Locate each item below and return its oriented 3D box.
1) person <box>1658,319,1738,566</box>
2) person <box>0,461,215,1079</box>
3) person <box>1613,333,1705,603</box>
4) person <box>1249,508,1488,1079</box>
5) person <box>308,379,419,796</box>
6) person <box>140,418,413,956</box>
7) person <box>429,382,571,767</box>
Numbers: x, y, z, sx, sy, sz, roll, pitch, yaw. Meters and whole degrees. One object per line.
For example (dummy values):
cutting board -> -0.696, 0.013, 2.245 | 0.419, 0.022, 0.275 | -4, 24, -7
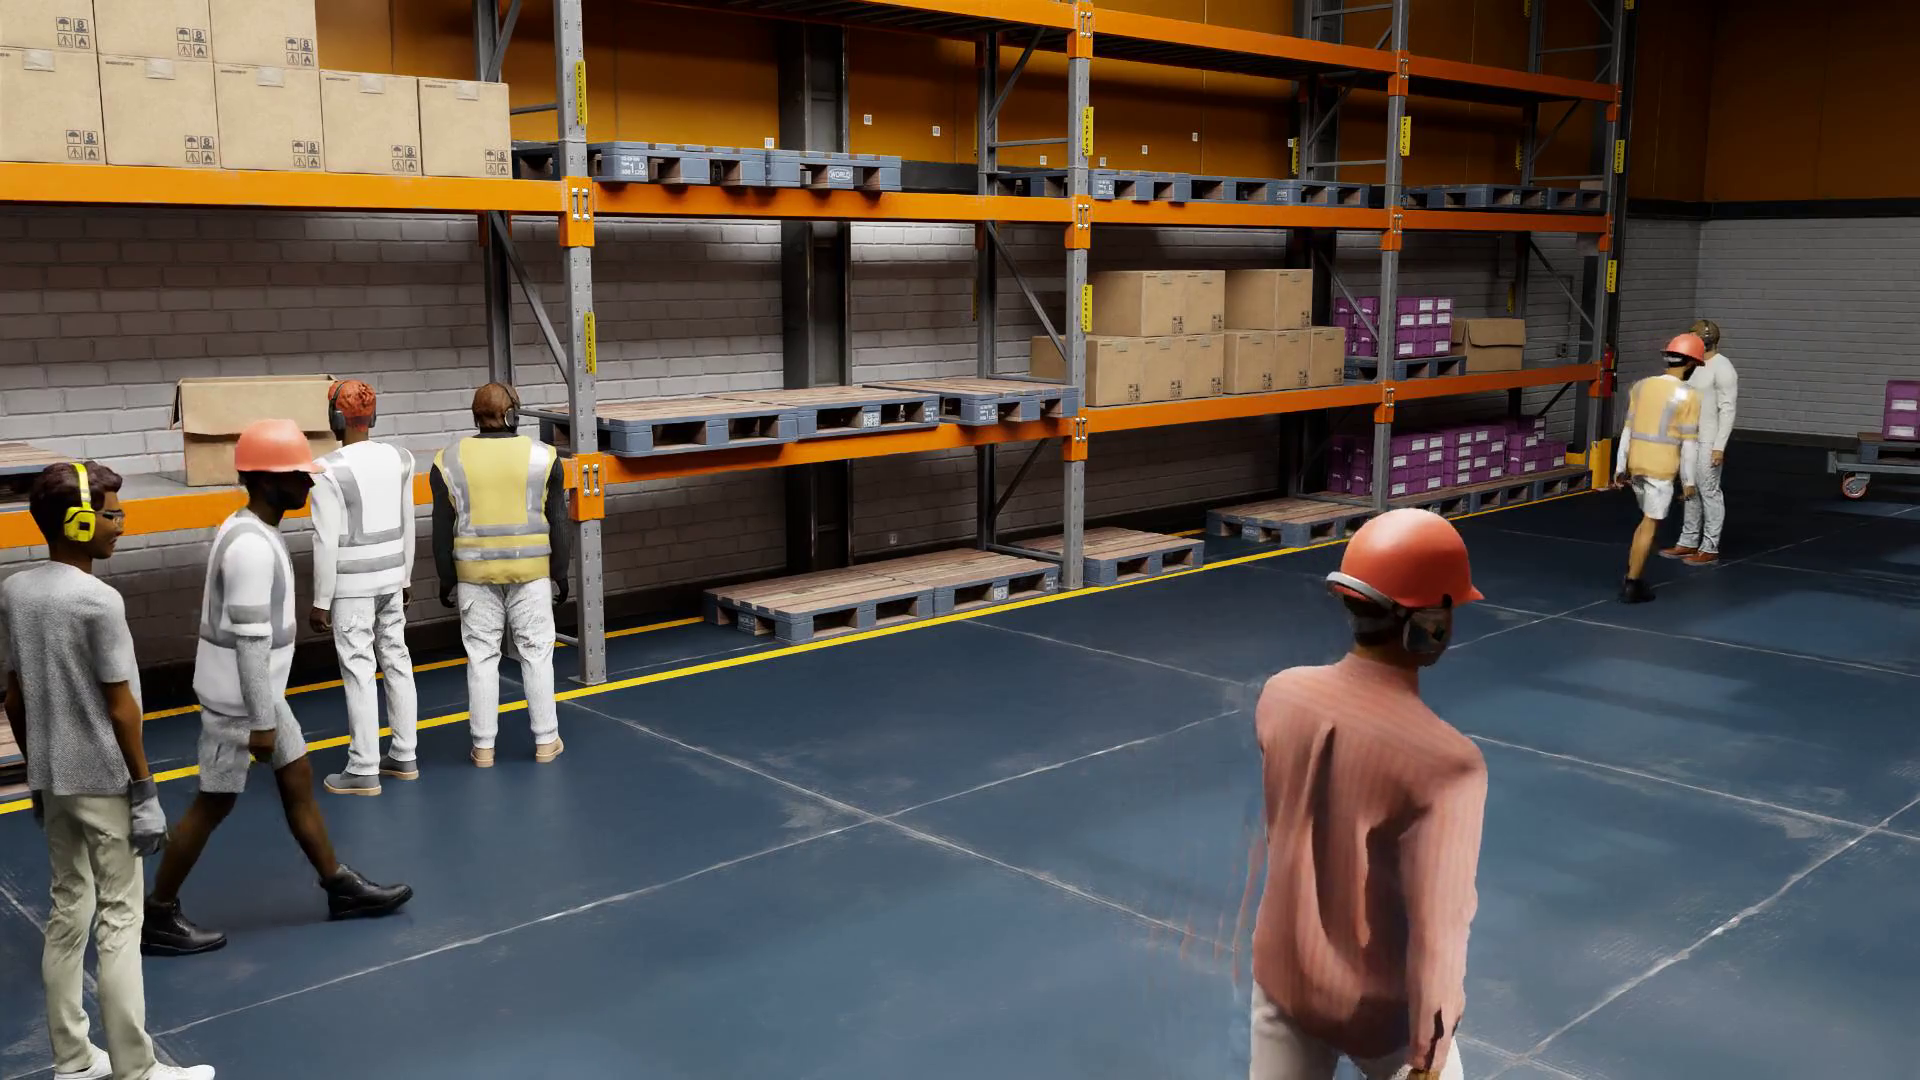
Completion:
person -> 5.857, -0.766, 13.132 | 0.371, 1.936, 0.629 | -1, 10, -6
person -> -2.464, 0.705, 4.735 | 0.517, 1.865, 0.328 | 5, 11, 26
person -> 4.884, -0.482, 11.598 | 0.533, 1.893, 0.592 | -4, 10, -21
person -> 0.806, 0.896, 3.394 | 1.022, 1.950, 0.621 | -7, 12, -34
person -> -2.704, 0.215, 7.543 | 0.355, 1.883, 0.575 | 5, 11, 26
person -> -2.487, 0.517, 5.826 | 0.939, 1.880, 0.559 | -3, 10, -18
person -> -2.182, 0.167, 7.957 | 0.634, 1.837, 0.429 | -2, 10, -13
